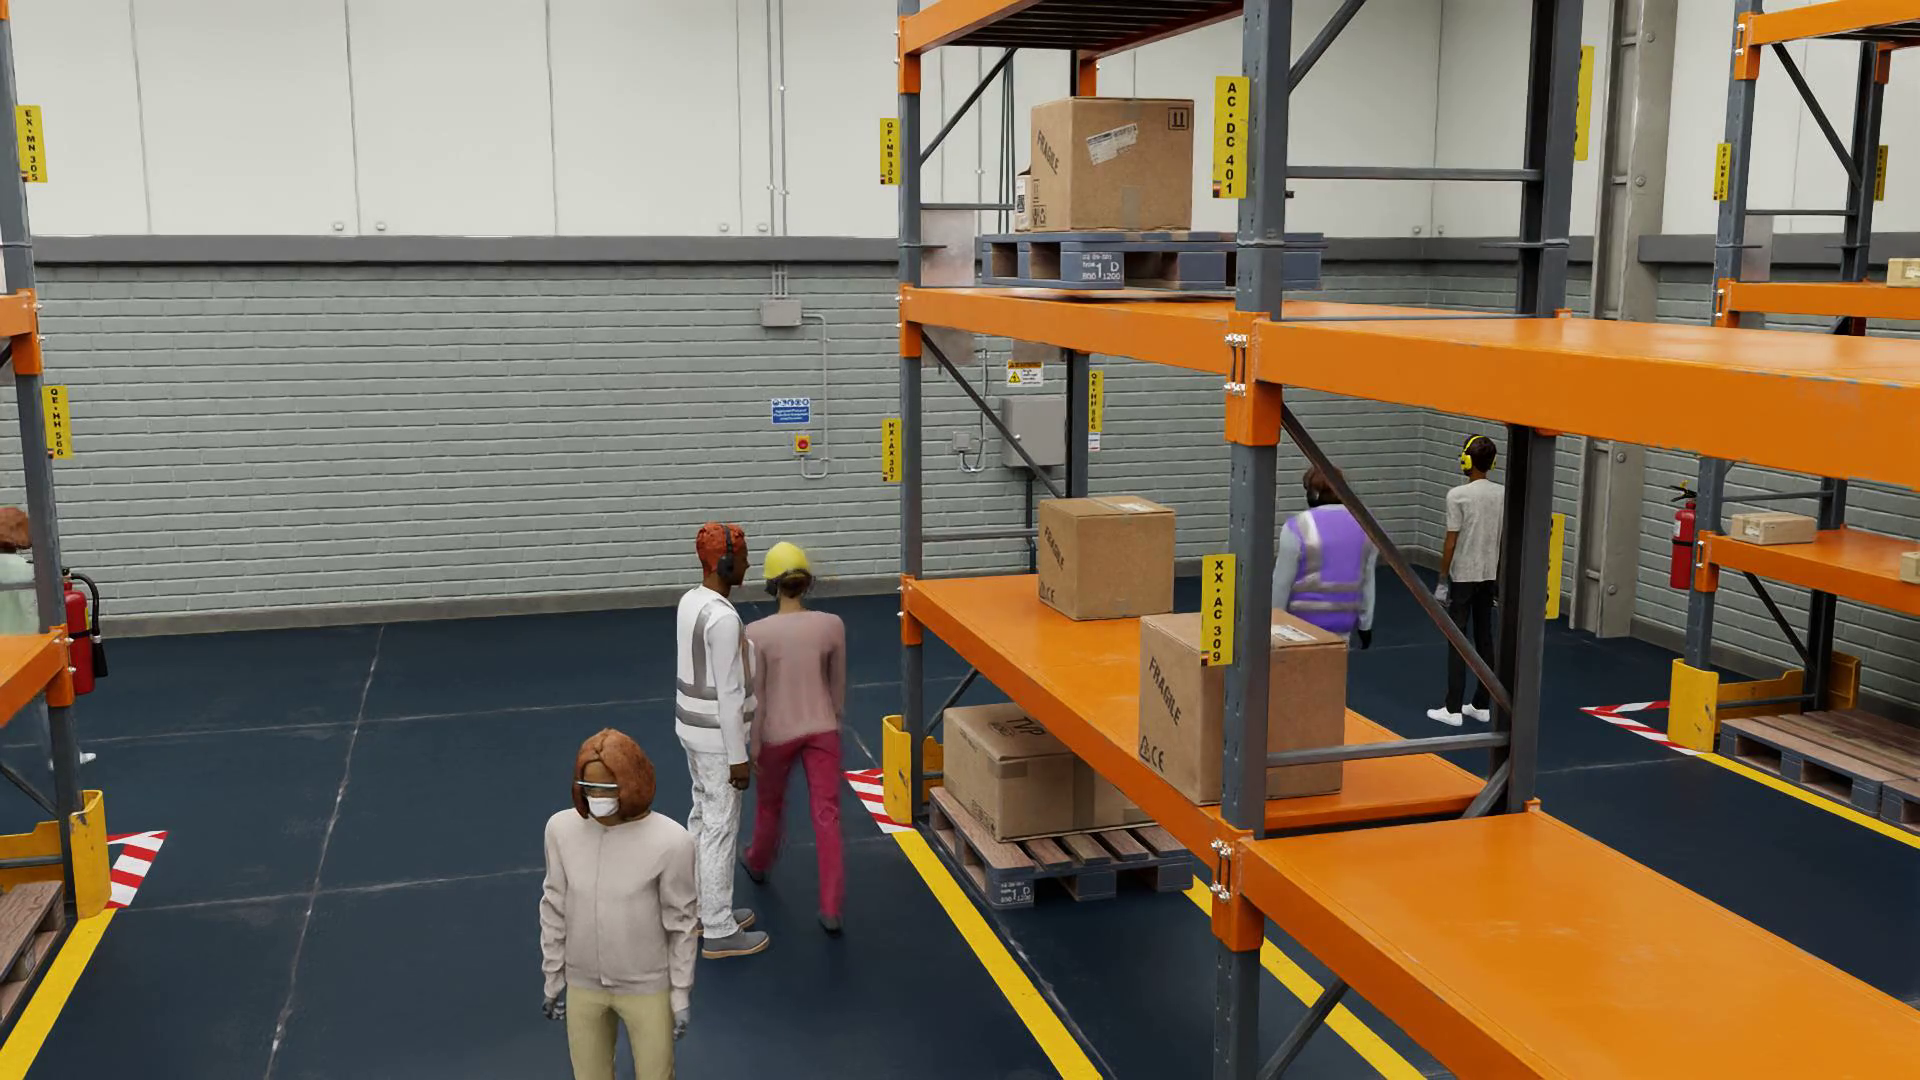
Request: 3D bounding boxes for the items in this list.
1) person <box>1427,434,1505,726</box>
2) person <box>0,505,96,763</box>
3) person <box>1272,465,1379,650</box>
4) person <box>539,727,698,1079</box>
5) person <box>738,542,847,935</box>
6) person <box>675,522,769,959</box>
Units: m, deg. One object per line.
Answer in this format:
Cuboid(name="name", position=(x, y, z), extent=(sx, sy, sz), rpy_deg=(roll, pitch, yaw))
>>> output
Cuboid(name="person", position=(3.260, 0.258, 10.623), extent=(0.519, 1.866, 0.340), rpy_deg=(-4, 11, -23))
Cuboid(name="person", position=(-5.406, 0.601, 9.435), extent=(0.515, 1.599, 0.835), rpy_deg=(3, 11, 19))
Cuboid(name="person", position=(2.072, 0.484, 9.448), extent=(0.676, 1.826, 0.490), rpy_deg=(-4, 11, -22))
Cuboid(name="person", position=(-1.030, 1.354, 5.015), extent=(0.497, 1.633, 0.288), rpy_deg=(2, 10, 12))
Cuboid(name="person", position=(-0.767, 0.862, 7.584), extent=(0.537, 1.710, 0.945), rpy_deg=(-4, 11, -23))
Cuboid(name="person", position=(-1.040, 0.855, 7.175), extent=(0.359, 1.879, 0.575), rpy_deg=(-4, 11, -24))
